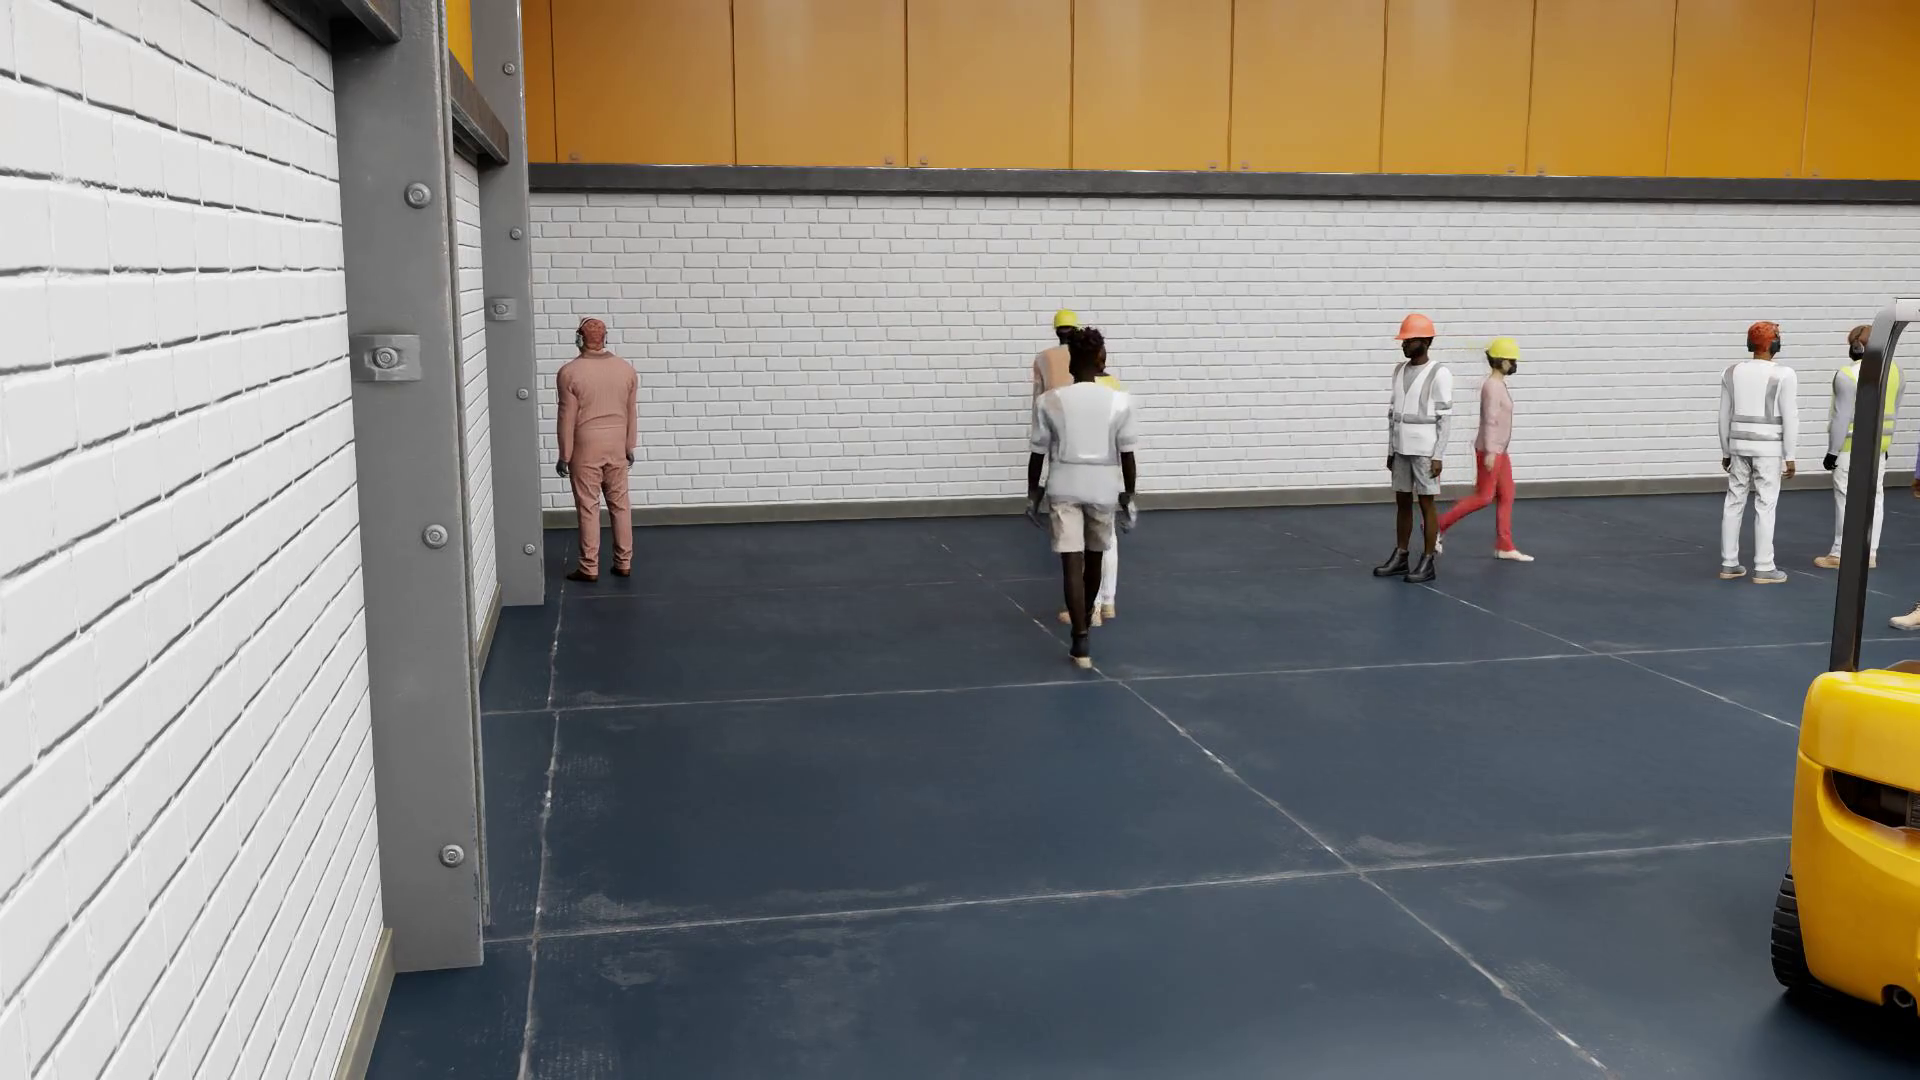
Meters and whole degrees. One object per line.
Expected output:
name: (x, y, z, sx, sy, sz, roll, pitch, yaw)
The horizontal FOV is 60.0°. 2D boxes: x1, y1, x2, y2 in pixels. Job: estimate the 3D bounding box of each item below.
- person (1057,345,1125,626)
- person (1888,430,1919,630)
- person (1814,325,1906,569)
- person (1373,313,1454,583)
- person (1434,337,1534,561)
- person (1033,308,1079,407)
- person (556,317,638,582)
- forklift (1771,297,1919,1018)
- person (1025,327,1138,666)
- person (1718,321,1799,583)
person: (0.820, -0.378, 10.592, 0.429, 1.839, 0.633, 5, 10, 27)
person: (6.054, -0.404, 10.158, 0.393, 2.036, 0.605, -2, 9, -10)
person: (6.746, -0.690, 12.498, 0.629, 1.842, 0.429, -4, 10, -22)
person: (3.279, -0.659, 12.007, 0.377, 1.938, 0.547, -5, 11, -29)
person: (4.050, -0.698, 12.852, 0.742, 1.745, 0.532, 4, 10, 24)
person: (0.937, -1.030, 14.329, 0.649, 1.914, 0.471, 4, 10, 24)
person: (-2.640, -0.648, 12.040, 0.639, 1.909, 0.409, -8, 13, -42)
forklift: (3.542, 0.334, 5.177, 2.313, 2.155, 1.214, -9, 13, -43)
person: (0.698, -0.283, 9.762, 0.630, 1.914, 0.969, -1, 9, -5)
person: (5.752, -0.630, 11.995, 0.355, 1.885, 0.576, -6, 11, -34)
